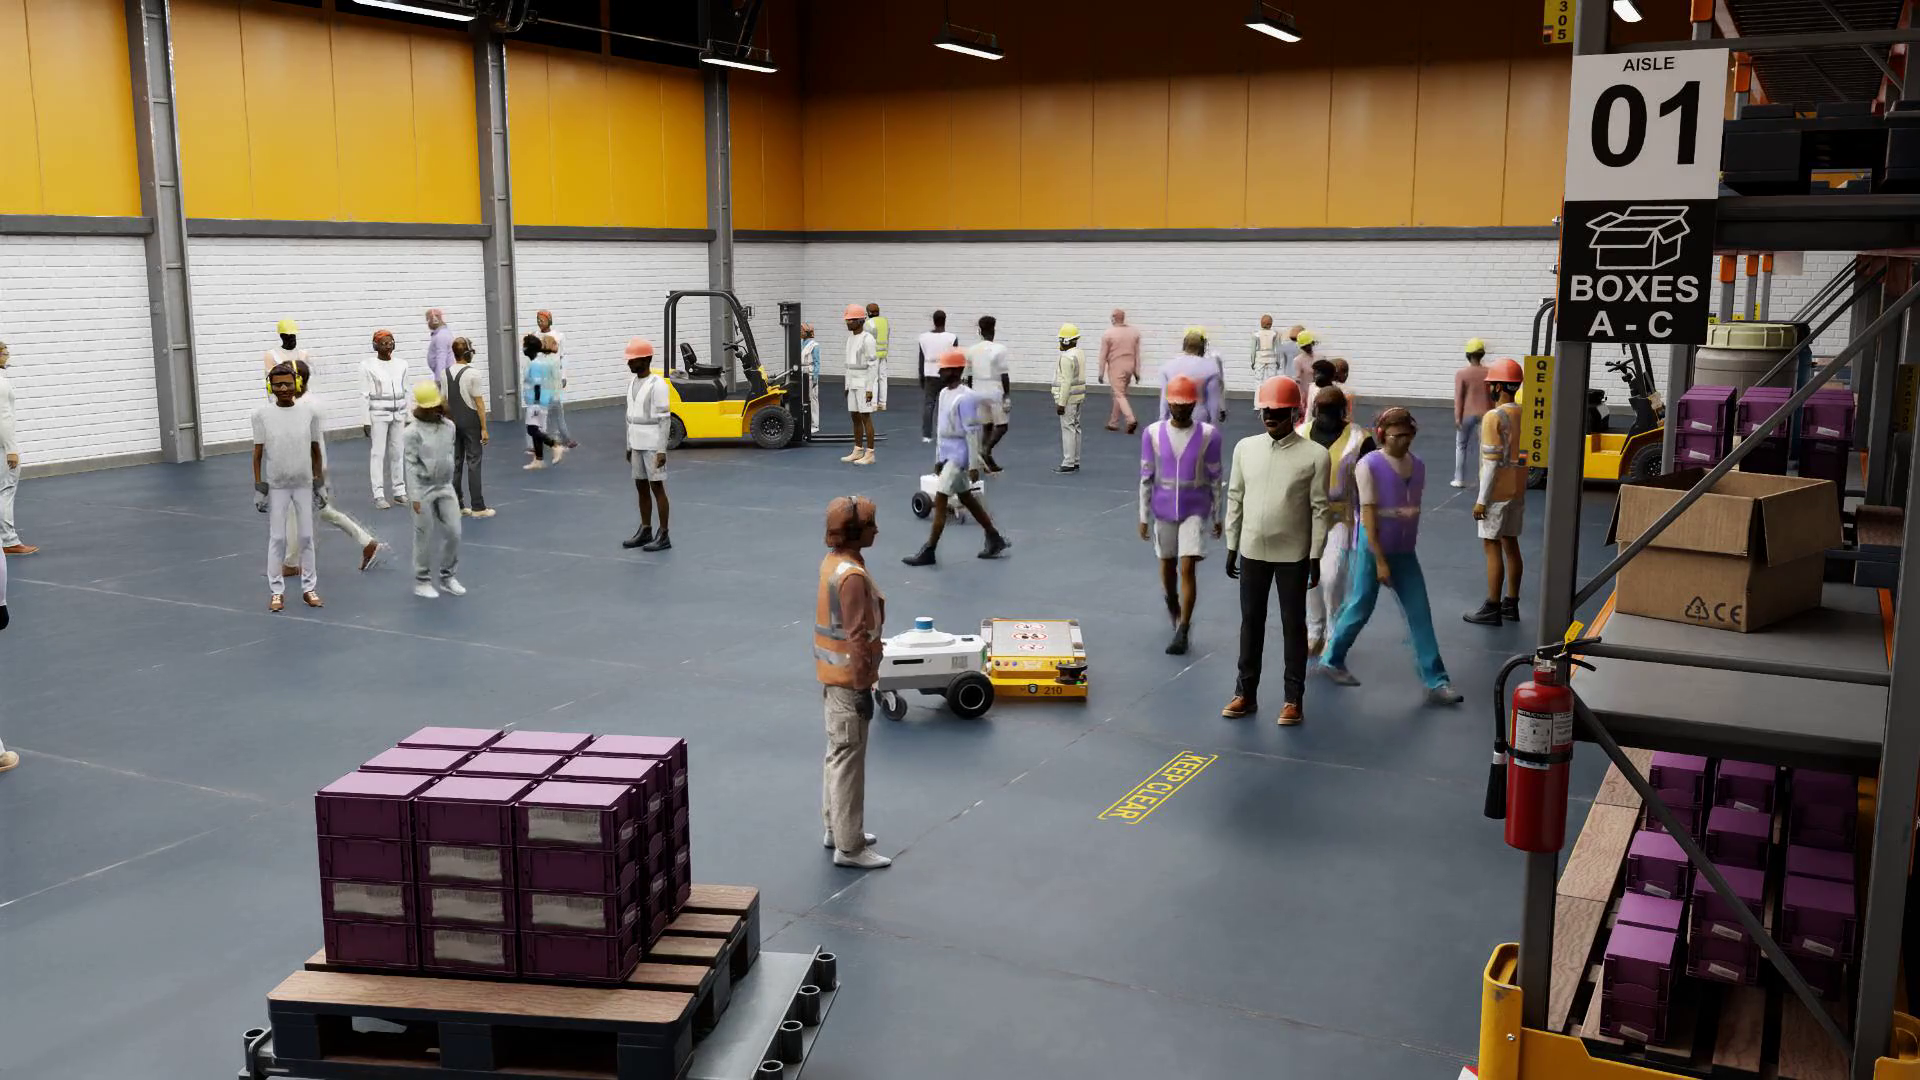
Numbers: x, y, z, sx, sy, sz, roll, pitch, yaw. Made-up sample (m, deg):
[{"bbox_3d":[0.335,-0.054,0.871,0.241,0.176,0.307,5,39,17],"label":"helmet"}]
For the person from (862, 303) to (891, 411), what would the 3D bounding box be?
[{"bbox_3d":[-1.464,-3.117,28.372,0.430,1.838,0.620,7,12,36],"label":"person"}]

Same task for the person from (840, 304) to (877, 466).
[{"bbox_3d":[-1.303,-1.960,21.073,0.393,2.041,0.613,-7,12,-33],"label":"person"}]

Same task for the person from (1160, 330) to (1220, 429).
[{"bbox_3d":[2.372,-1.232,17.308,0.629,1.902,0.990,5,11,27],"label":"person"}]

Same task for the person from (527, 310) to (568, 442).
[{"bbox_3d":[-5.881,-2.337,23.713,0.585,1.882,0.337,2,10,11],"label":"person"}]

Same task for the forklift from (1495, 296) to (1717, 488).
[{"bbox_3d":[7.296,-1.677,18.993,2.313,2.155,1.214,5,11,27],"label":"forklift"}]

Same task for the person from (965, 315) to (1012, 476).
[{"bbox_3d":[0.329,-1.728,20.011,0.644,1.943,0.527,7,12,35],"label":"person"}]

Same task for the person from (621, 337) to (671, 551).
[{"bbox_3d":[-2.854,-0.861,15.022,0.552,1.932,0.377,9,13,42],"label":"person"}]

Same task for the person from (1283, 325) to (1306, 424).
[{"bbox_3d":[5.080,-2.404,24.886,0.612,1.615,0.510,-9,14,-44],"label":"person"}]

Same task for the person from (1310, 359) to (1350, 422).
[{"bbox_3d":[3.515,-0.902,16.048,0.731,1.654,0.594,-5,11,-27],"label":"person"}]

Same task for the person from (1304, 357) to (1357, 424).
[{"bbox_3d":[3.823,-1.085,17.235,0.530,1.608,0.367,3,10,17],"label":"person"}]

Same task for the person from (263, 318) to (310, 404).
[{"bbox_3d":[-7.820,-1.622,19.444,0.370,1.929,0.585,6,11,30],"label":"person"}]

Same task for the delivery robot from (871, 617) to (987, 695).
[{"bbox_3d":[-0.212,0.695,9.731,0.707,0.478,0.477,-2,10,-12],"label":"delivery robot"}]

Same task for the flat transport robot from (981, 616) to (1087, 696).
[{"bbox_3d":[0.457,0.727,10.639,0.652,0.197,1.431,0,10,2],"label":"flat transport robot"}]

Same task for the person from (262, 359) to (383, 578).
[{"bbox_3d":[-5.335,-0.597,13.824,0.907,1.832,0.521,-3,10,-16],"label":"person"}]

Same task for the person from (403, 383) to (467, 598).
[{"bbox_3d":[-4.100,-0.376,12.867,0.549,1.702,0.497,8,13,39],"label":"person"}]

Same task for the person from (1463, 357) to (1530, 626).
[{"bbox_3d":[3.904,-0.348,12.042,0.551,1.936,0.356,-8,13,-39],"label":"person"}]

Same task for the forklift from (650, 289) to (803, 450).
[{"bbox_3d":[-3.358,-2.392,23.136,2.313,2.155,1.214,-1,10,-5],"label":"forklift"}]

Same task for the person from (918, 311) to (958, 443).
[{"bbox_3d":[-0.304,-2.331,23.722,0.610,1.892,0.818,3,10,17],"label":"person"}]

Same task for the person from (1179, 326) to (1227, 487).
[{"bbox_3d":[2.763,-1.489,18.831,0.754,1.873,0.425,-3,10,-18],"label":"person"}]

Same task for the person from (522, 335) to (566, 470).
[{"bbox_3d":[-5.179,-1.687,20.507,0.444,1.686,0.540,-3,10,-18],"label":"person"}]

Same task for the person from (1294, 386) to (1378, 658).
[{"bbox_3d":[2.390,-0.109,10.994,0.643,1.819,0.514,8,12,38],"label":"person"}]

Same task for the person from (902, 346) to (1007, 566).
[{"bbox_3d":[-0.010,-0.734,14.421,0.996,1.898,0.555,-4,11,-22],"label":"person"}]

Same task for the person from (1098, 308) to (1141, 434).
[{"bbox_3d":[2.425,-2.522,24.855,0.654,1.871,0.931,-6,11,-29],"label":"person"}]

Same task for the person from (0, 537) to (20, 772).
[{"bbox_3d":[-5.185,0.314,8.489,0.634,1.841,0.429,-1,10,-8],"label":"person"}]

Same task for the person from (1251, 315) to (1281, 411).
[{"bbox_3d":[5.201,-3.006,28.293,0.514,1.641,0.307,1,10,7],"label":"person"}]

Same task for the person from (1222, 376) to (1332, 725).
[{"bbox_3d":[1.803,0.058,9.528,0.609,1.995,0.376,6,11,29],"label":"person"}]

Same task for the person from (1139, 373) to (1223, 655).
[{"bbox_3d":[1.531,-0.218,11.442,0.553,1.899,0.918,3,10,17],"label":"person"}]

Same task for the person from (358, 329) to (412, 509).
[{"bbox_3d":[-6.053,-1.278,17.586,0.349,1.882,0.584,8,13,39],"label":"person"}]

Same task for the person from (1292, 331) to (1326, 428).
[{"bbox_3d":[4.404,-1.773,20.938,0.666,1.718,0.339,-5,11,-28],"label":"person"}]

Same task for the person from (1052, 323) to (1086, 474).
[{"bbox_3d":[1.319,-1.720,20.289,0.404,1.833,0.589,4,10,20],"label":"person"}]

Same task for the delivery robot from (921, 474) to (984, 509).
[{"bbox_3d":[-0.080,-0.521,16.772,0.477,0.478,0.707,-8,13,-38],"label":"delivery robot"}]

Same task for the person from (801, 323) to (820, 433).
[{"bbox_3d":[-2.283,-2.417,24.881,0.309,1.641,0.513,-9,13,-42],"label":"person"}]

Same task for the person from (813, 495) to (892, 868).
[{"bbox_3d":[-0.481,0.617,7.332,0.325,1.633,0.540,-3,10,-15],"label":"person"}]

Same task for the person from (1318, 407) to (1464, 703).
[{"bbox_3d":[2.583,0.079,10.073,0.568,1.789,0.940,-6,11,-30],"label":"person"}]

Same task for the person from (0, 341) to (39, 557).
[{"bbox_3d":[-8.523,-0.817,14.757,0.638,1.938,0.356,9,13,41],"label":"person"}]

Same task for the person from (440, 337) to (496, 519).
[{"bbox_3d":[-5.000,-1.130,16.837,0.506,1.846,0.345,4,11,21],"label":"person"}]

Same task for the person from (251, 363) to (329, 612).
[{"bbox_3d":[-5.048,-0.401,12.546,0.523,1.870,0.317,-6,11,-30],"label":"person"}]

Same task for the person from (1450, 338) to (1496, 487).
[{"bbox_3d":[5.837,-1.411,18.783,0.517,1.736,0.826,0,10,-3],"label":"person"}]

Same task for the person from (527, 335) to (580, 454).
[{"bbox_3d":[-5.542,-1.956,22.377,0.517,1.581,0.883,5,11,28],"label":"person"}]

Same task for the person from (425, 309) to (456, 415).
[{"bbox_3d":[-7.412,-2.372,23.920,0.467,1.886,0.691,-2,10,-12],"label":"person"}]
